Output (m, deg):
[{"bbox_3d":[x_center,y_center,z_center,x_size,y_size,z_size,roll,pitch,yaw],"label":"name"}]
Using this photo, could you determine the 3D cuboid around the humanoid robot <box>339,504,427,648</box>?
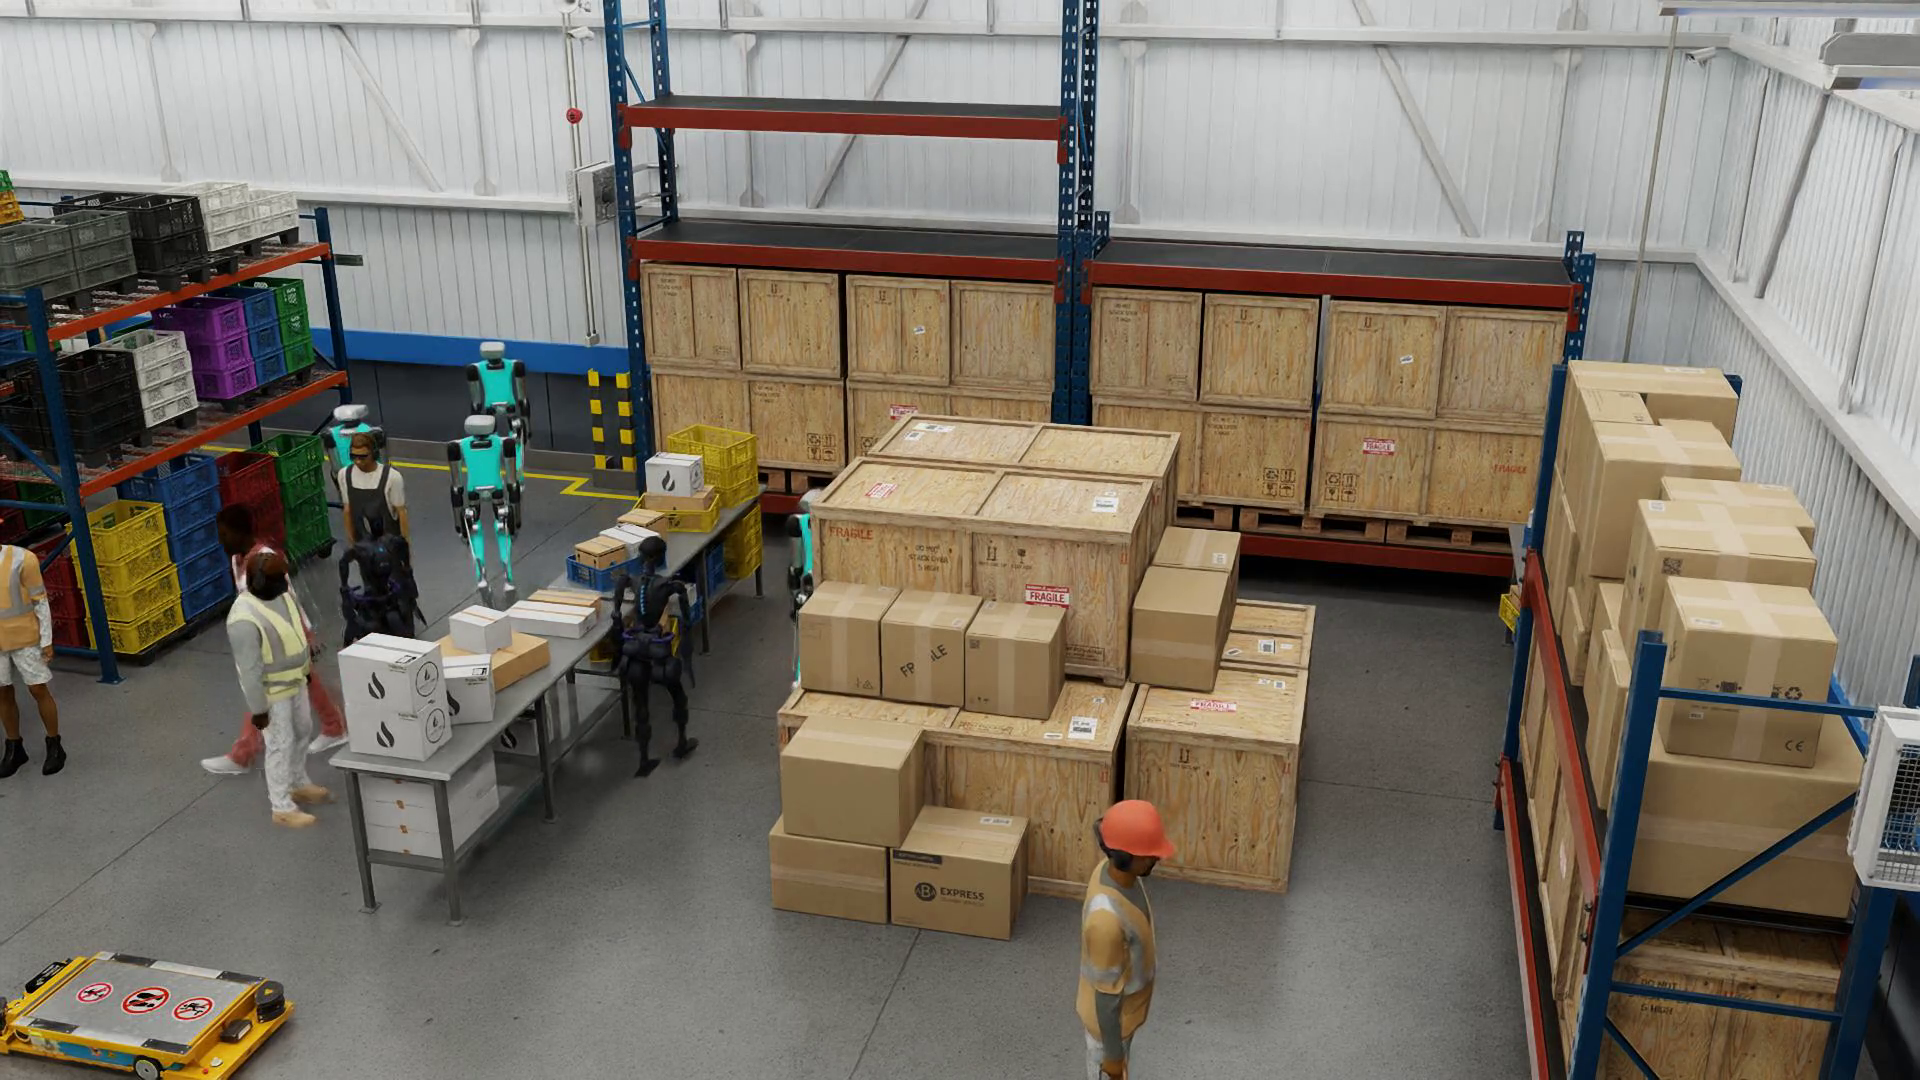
[{"bbox_3d":[-4.106,0.502,11.814,0.782,1.617,0.601,19,28,40],"label":"humanoid robot"}]

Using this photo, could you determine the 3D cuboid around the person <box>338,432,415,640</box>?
[{"bbox_3d":[-4.471,0.031,12.786,0.501,1.831,0.365,2,21,5],"label":"person"}]

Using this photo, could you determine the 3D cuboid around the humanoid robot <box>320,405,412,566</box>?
[{"bbox_3d":[-4.842,-0.306,13.857,0.553,1.825,0.768,2,21,6],"label":"humanoid robot"}]

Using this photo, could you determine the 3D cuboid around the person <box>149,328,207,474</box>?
[{"bbox_3d":[-7.689,-1.245,16.293,0.798,1.694,0.508,15,25,33],"label":"person"}]

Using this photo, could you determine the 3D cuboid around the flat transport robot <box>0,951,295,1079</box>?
[{"bbox_3d":[-4.270,2.464,8.601,1.431,0.231,0.659,5,22,13],"label":"flat transport robot"}]

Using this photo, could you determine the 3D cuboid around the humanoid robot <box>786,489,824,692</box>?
[{"bbox_3d":[-0.993,0.634,11.493,0.542,1.900,0.723,6,22,14],"label":"humanoid robot"}]

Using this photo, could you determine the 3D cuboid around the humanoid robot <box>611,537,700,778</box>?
[{"bbox_3d":[-2.051,0.750,11.127,0.614,1.641,0.536,5,21,12],"label":"humanoid robot"}]

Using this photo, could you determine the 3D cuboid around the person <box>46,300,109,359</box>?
[{"bbox_3d":[-9.518,-1.983,18.043,0.561,1.836,0.387,-5,22,-14],"label":"person"}]

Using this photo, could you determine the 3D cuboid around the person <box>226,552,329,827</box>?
[{"bbox_3d":[-4.295,0.927,10.444,0.432,1.825,0.650,1,21,3],"label":"person"}]

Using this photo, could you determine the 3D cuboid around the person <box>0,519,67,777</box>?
[{"bbox_3d":[-6.293,0.660,10.982,0.551,1.935,0.366,-3,21,-7],"label":"person"}]

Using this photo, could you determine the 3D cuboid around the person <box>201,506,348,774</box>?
[{"bbox_3d":[-4.676,0.655,11.098,1.016,1.852,0.611,-15,26,-35],"label":"person"}]

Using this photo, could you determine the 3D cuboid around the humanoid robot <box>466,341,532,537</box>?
[{"bbox_3d":[-4.198,-0.875,15.317,0.549,1.795,0.912,-6,22,-15],"label":"humanoid robot"}]

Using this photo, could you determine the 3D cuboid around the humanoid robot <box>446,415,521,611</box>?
[{"bbox_3d":[-3.716,-0.047,13.120,0.532,1.800,0.703,-5,22,-14],"label":"humanoid robot"}]

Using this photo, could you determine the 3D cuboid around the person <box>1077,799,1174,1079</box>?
[{"bbox_3d":[0.701,2.039,7.231,0.379,2.043,0.604,4,21,10],"label":"person"}]
